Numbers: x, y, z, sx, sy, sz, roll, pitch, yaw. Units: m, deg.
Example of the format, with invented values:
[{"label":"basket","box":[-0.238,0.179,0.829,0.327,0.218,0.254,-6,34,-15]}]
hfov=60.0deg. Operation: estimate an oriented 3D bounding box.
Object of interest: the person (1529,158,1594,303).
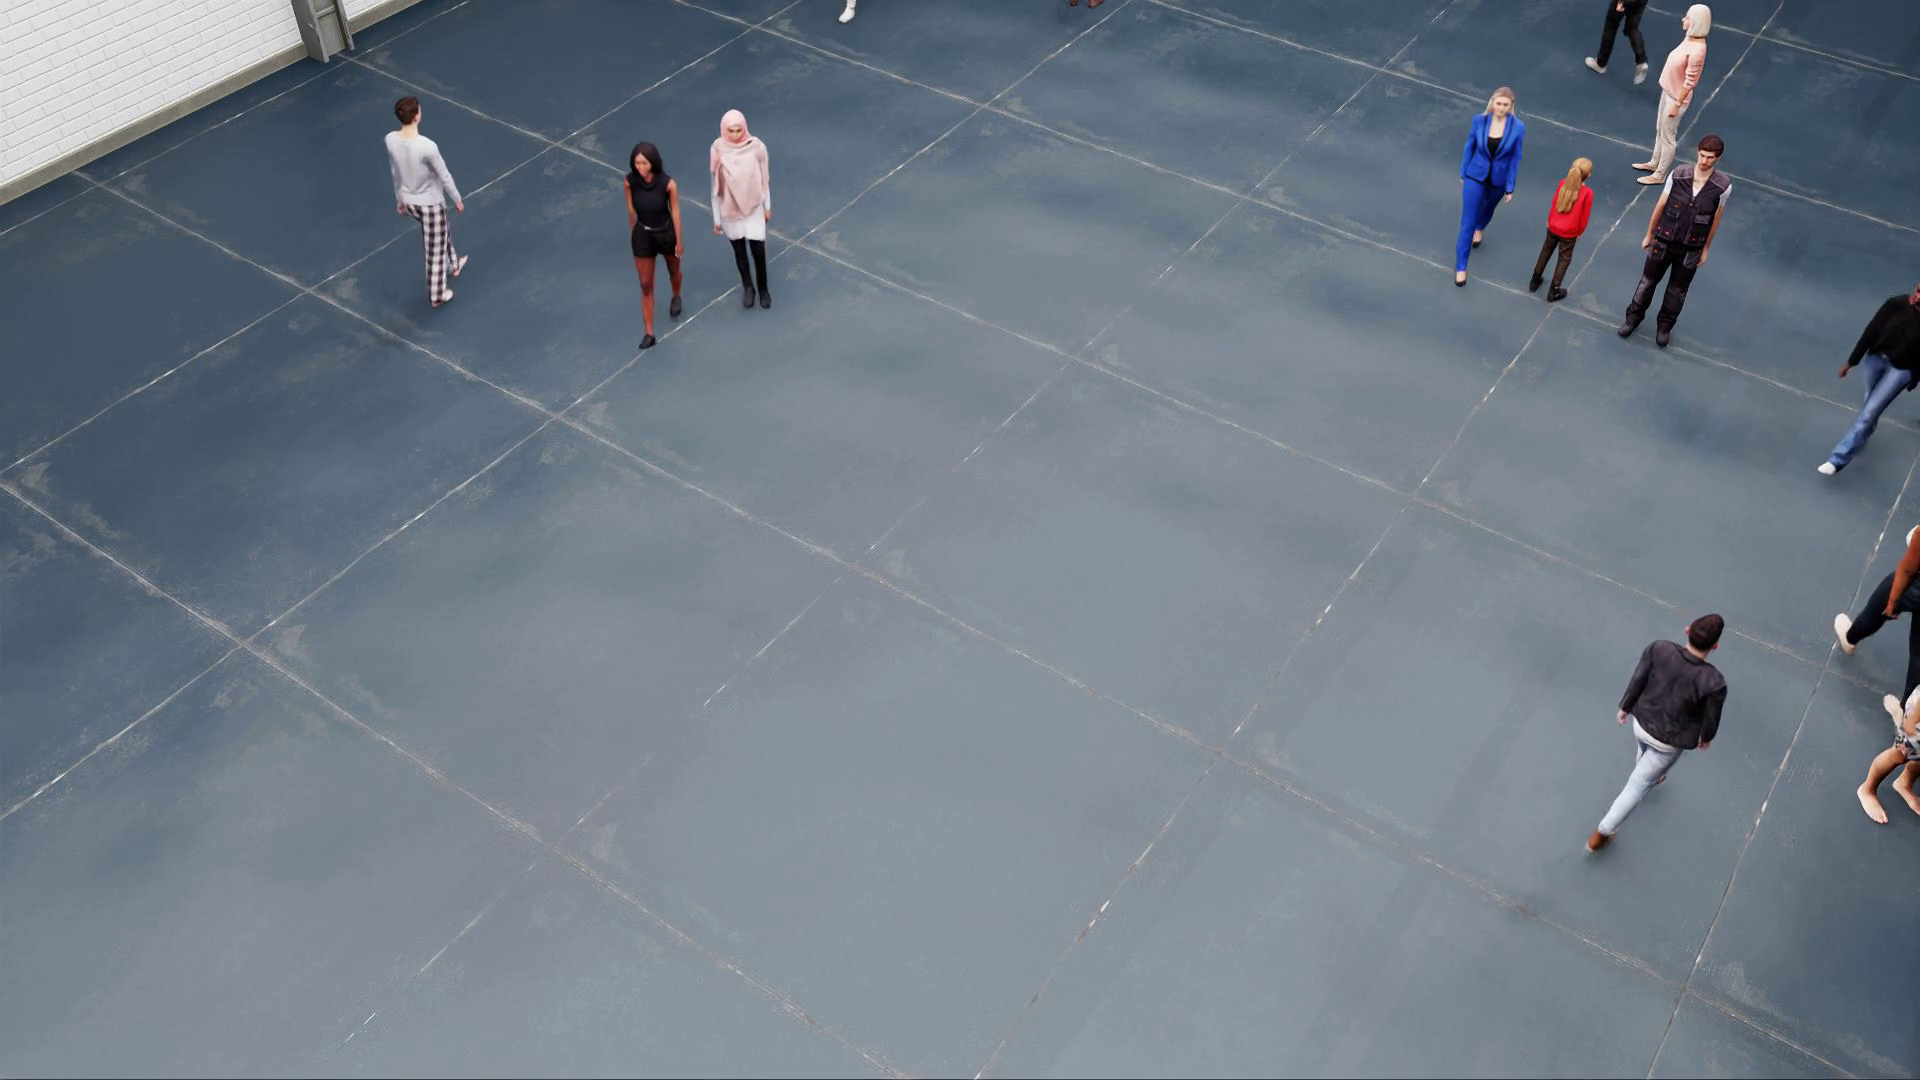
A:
[{"label":"person","box":[5.081,-2.623,13.986,0.547,1.278,0.548,-30,51,-28]}]

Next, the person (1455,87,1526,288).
[{"label":"person","box":[4.519,-3.099,14.213,0.900,1.654,1.248,11,45,12]}]

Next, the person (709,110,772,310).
[{"label":"person","box":[-1.814,-2.761,13.757,0.764,1.794,0.812,-3,44,-3]}]

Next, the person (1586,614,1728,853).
[{"label":"person","box":[4.024,1.153,9.645,1.194,1.798,0.885,-29,51,-27]}]

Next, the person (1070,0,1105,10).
[{"label":"person","box":[1.369,-6.613,17.770,0.747,1.835,0.660,15,46,15]}]

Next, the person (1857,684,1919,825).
[{"label":"person","box":[5.813,0.981,9.815,0.735,1.812,0.782,-5,44,-5]}]

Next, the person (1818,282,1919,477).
[{"label":"person","box":[6.901,-1.303,12.298,1.219,1.695,0.852,-27,50,-25]}]

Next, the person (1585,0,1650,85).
[{"label":"person","box":[6.747,-5.381,16.545,1.027,1.742,1.019,-15,46,-15]}]

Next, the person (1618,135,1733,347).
[{"label":"person","box":[5.778,-2.414,13.353,0.692,1.848,0.616,19,47,19]}]

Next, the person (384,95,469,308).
[{"label":"person","box":[-4.458,-2.734,13.706,0.795,1.825,1.016,15,46,15]}]

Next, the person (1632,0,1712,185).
[{"label":"person","box":[6.538,-4.063,15.174,0.739,1.724,0.612,6,44,6]}]

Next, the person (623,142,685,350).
[{"label":"person","box":[-2.436,-2.486,13.538,1.006,1.697,1.207,2,44,3]}]

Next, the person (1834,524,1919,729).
[{"label":"person","box":[6.086,0.423,10.443,1.029,1.754,1.263,3,44,4]}]
